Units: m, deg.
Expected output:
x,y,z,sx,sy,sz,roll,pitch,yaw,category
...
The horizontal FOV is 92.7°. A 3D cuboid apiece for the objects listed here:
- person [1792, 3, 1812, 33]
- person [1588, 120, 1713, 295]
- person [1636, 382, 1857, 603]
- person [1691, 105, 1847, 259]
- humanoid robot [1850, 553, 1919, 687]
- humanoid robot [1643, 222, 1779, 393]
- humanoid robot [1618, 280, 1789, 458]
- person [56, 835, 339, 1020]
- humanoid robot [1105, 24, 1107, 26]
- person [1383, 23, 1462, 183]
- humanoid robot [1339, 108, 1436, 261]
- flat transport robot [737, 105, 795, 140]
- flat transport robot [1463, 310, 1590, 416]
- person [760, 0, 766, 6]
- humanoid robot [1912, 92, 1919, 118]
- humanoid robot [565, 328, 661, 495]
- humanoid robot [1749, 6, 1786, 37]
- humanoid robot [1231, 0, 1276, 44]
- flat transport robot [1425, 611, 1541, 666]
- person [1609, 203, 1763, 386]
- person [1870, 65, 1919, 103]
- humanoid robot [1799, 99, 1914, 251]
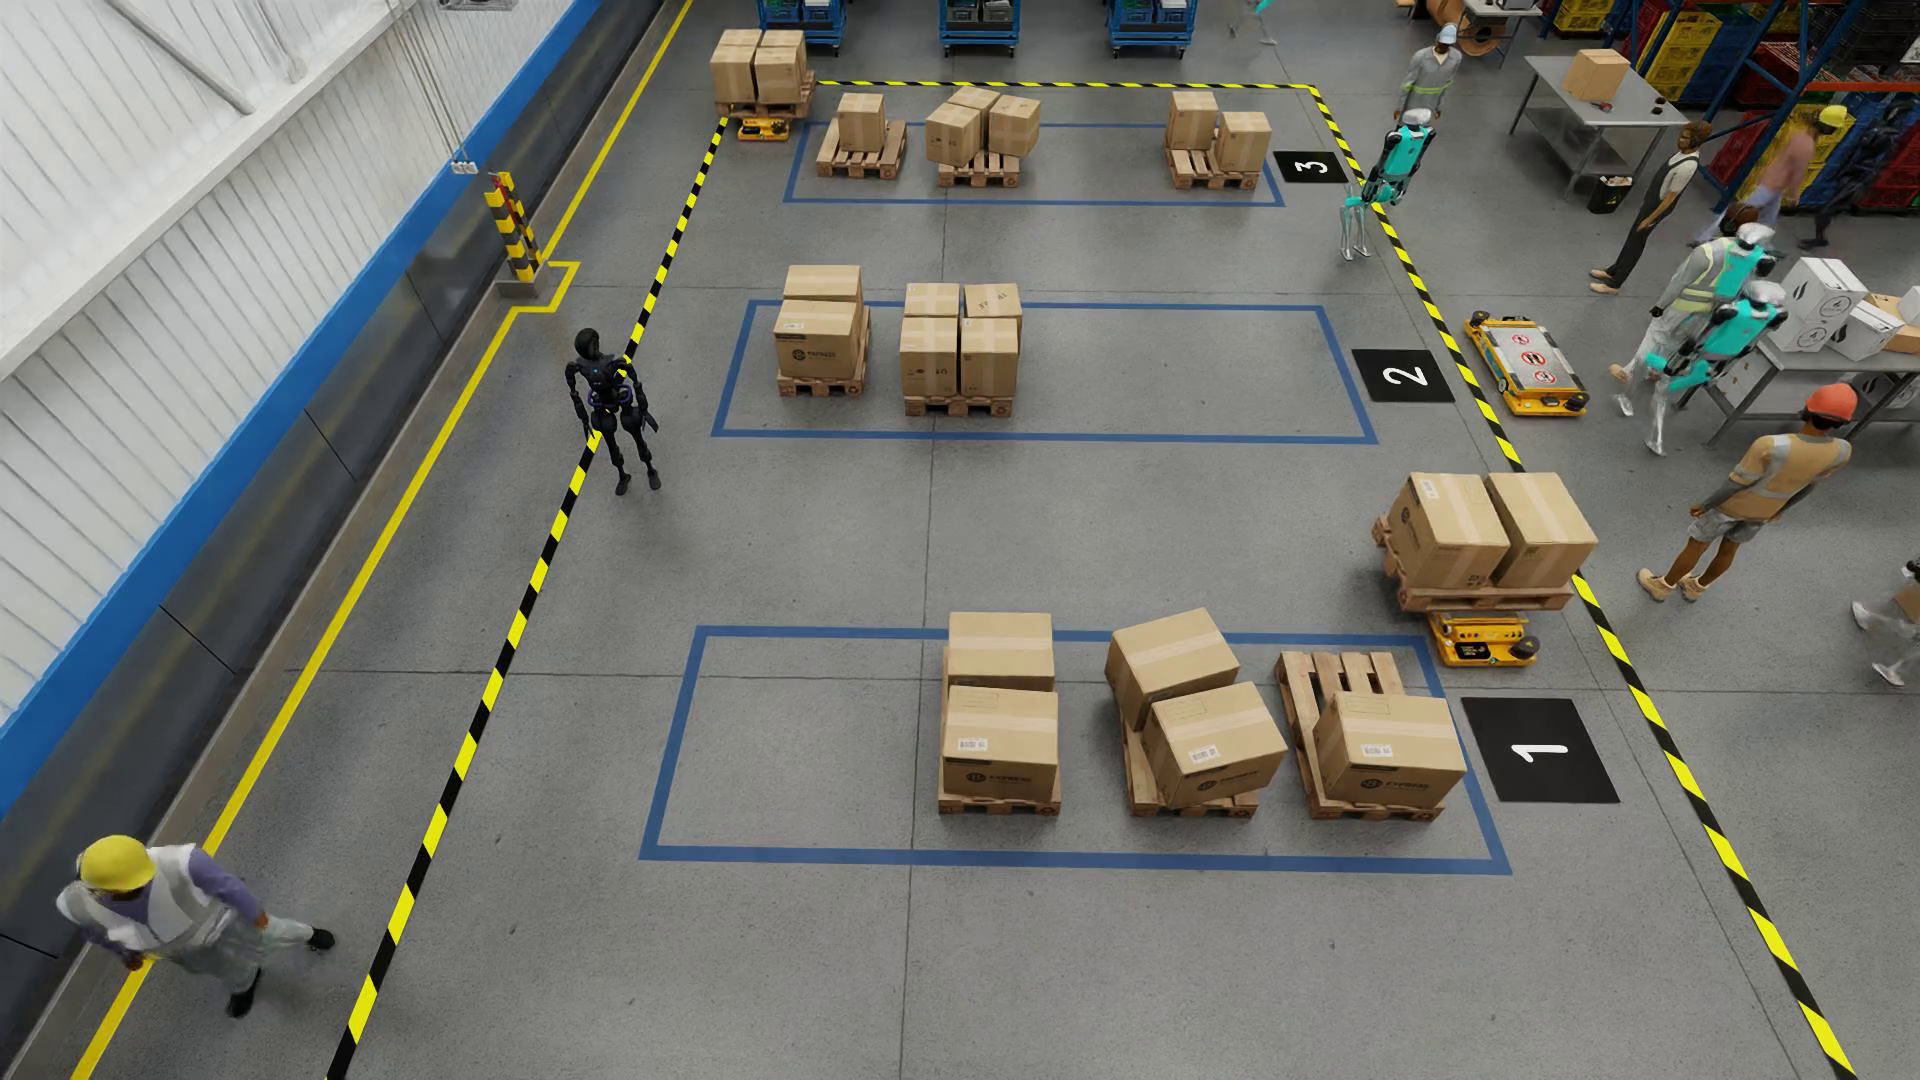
x,y,z,sx,sy,sz,roll,pitch,yaw,category
13.199,-8.783,14.082,0.509,1.863,0.328,-7,49,-6,person
7.111,-3.396,9.430,0.341,1.843,0.512,22,53,18,person
5.658,-0.285,6.610,0.613,2.037,0.386,3,49,2,person
8.852,-3.797,9.860,0.929,1.712,0.530,25,54,20,person
6.891,0.380,6.269,0.538,1.782,1.036,10,50,8,humanoid robot
6.904,-2.152,8.415,0.797,1.745,0.548,-30,55,-23,humanoid robot
6.341,-1.612,7.982,0.557,1.740,1.032,3,49,2,humanoid robot
-4.016,2.006,4.795,0.655,1.794,0.421,-21,52,-17,person
2.712,-8.889,14.306,0.690,1.632,0.609,10,50,8,humanoid robot
5.528,-5.200,10.987,0.596,1.850,0.397,-2,49,-2,person
4.456,-3.853,9.806,0.533,1.680,0.735,-12,50,-10,humanoid robot
-2.634,-5.949,12.664,0.652,0.197,1.431,1,49,1,flat transport robot
5.573,-1.757,9.054,0.659,0.231,1.431,1,49,1,flat transport robot
-3.094,-9.602,14.901,0.738,1.685,0.549,33,57,25,person
12.261,-5.542,11.415,0.416,1.648,0.606,1,49,1,humanoid robot
-2.808,-1.032,7.487,0.599,1.654,0.315,-8,50,-7,humanoid robot
12.340,-8.273,13.753,0.599,1.657,0.315,10,50,9,humanoid robot
4.629,-8.451,13.902,0.925,1.807,0.553,15,51,12,humanoid robot
3.936,0.339,7.222,0.652,0.197,1.431,-1,49,-1,flat transport robot
6.680,-2.209,8.414,0.630,1.835,0.429,-9,50,-8,person
12.062,-5.967,11.537,0.606,2.033,0.424,35,58,27,person
9.839,-3.981,10.052,0.365,1.646,0.595,5,49,4,humanoid robot
